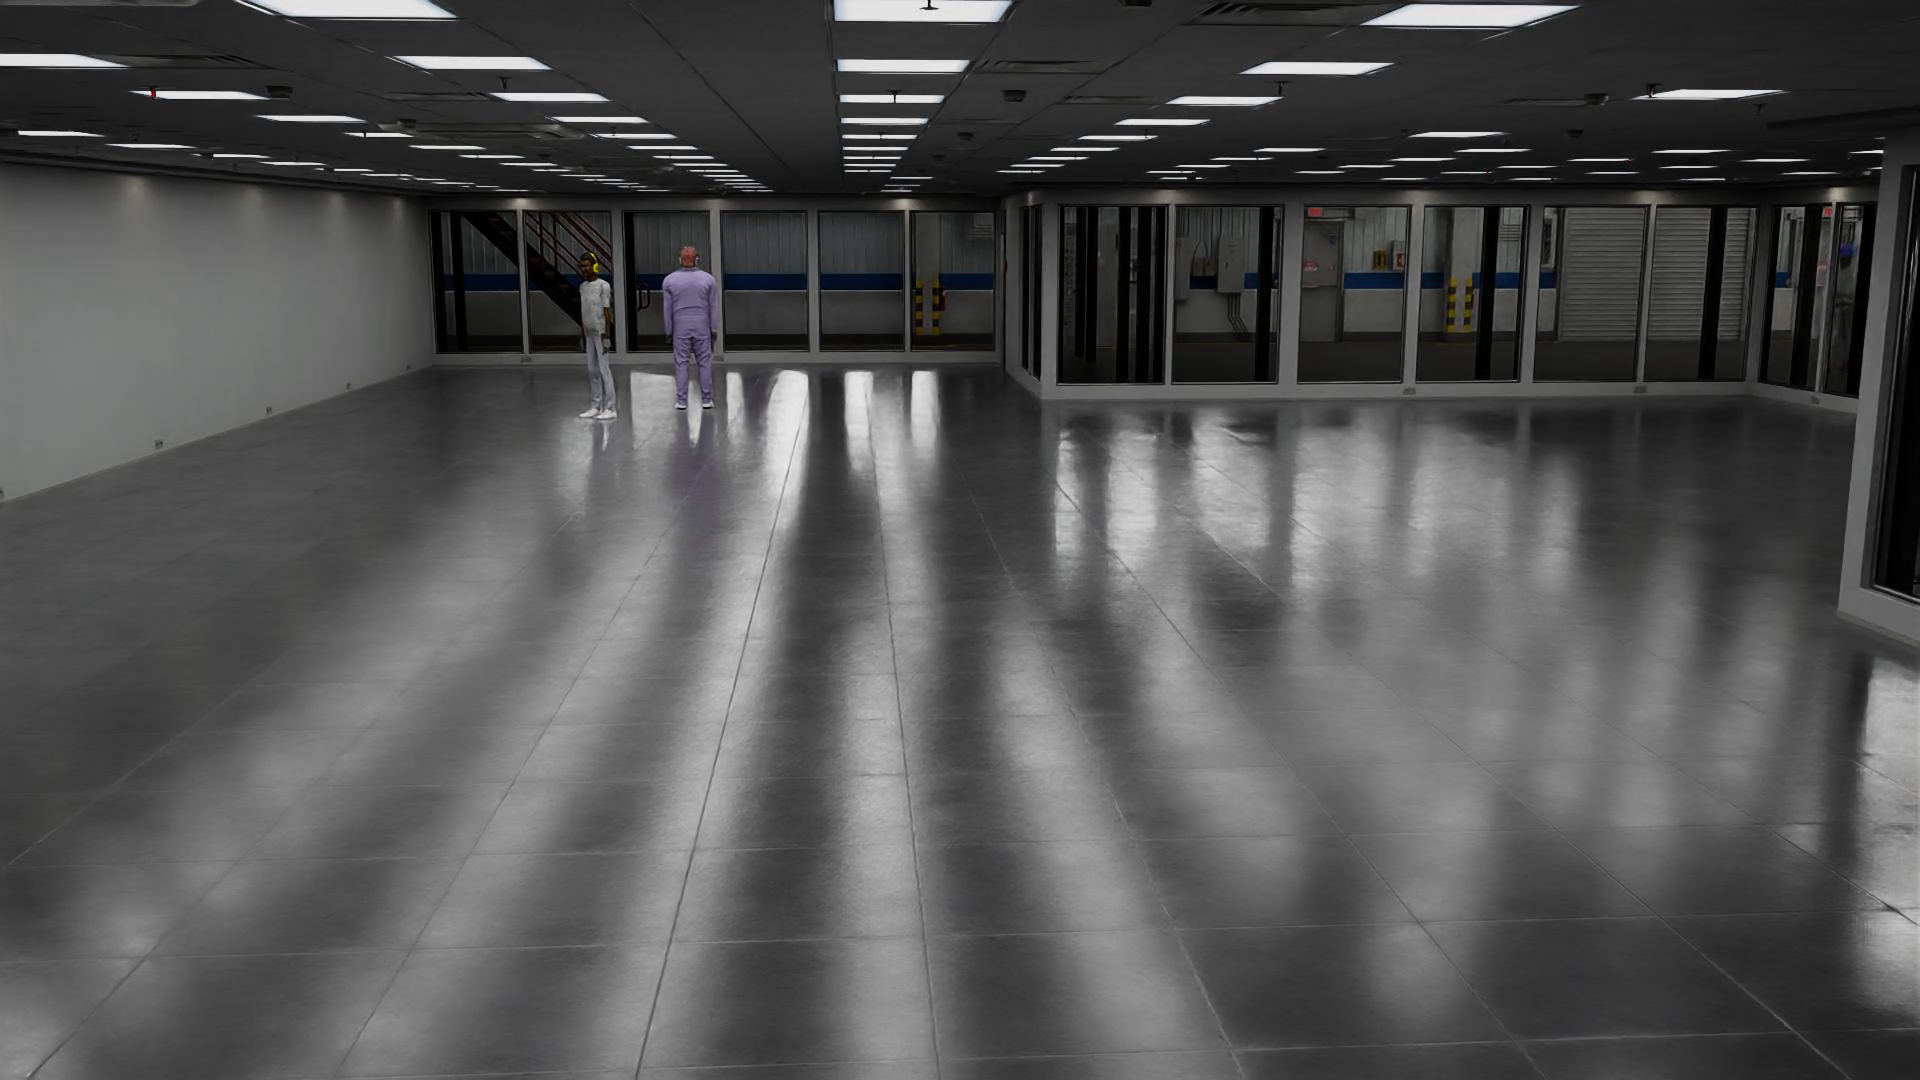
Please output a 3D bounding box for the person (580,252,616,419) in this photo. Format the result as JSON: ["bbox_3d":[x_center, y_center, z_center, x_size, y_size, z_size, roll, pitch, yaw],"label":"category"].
[{"bbox_3d":[-4.085,-2.277,18.618,0.502,1.862,0.328,9,13,39],"label":"person"}]

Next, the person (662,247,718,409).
[{"bbox_3d":[-3.170,-2.488,19.605,0.642,1.909,0.408,-2,11,-12],"label":"person"}]
